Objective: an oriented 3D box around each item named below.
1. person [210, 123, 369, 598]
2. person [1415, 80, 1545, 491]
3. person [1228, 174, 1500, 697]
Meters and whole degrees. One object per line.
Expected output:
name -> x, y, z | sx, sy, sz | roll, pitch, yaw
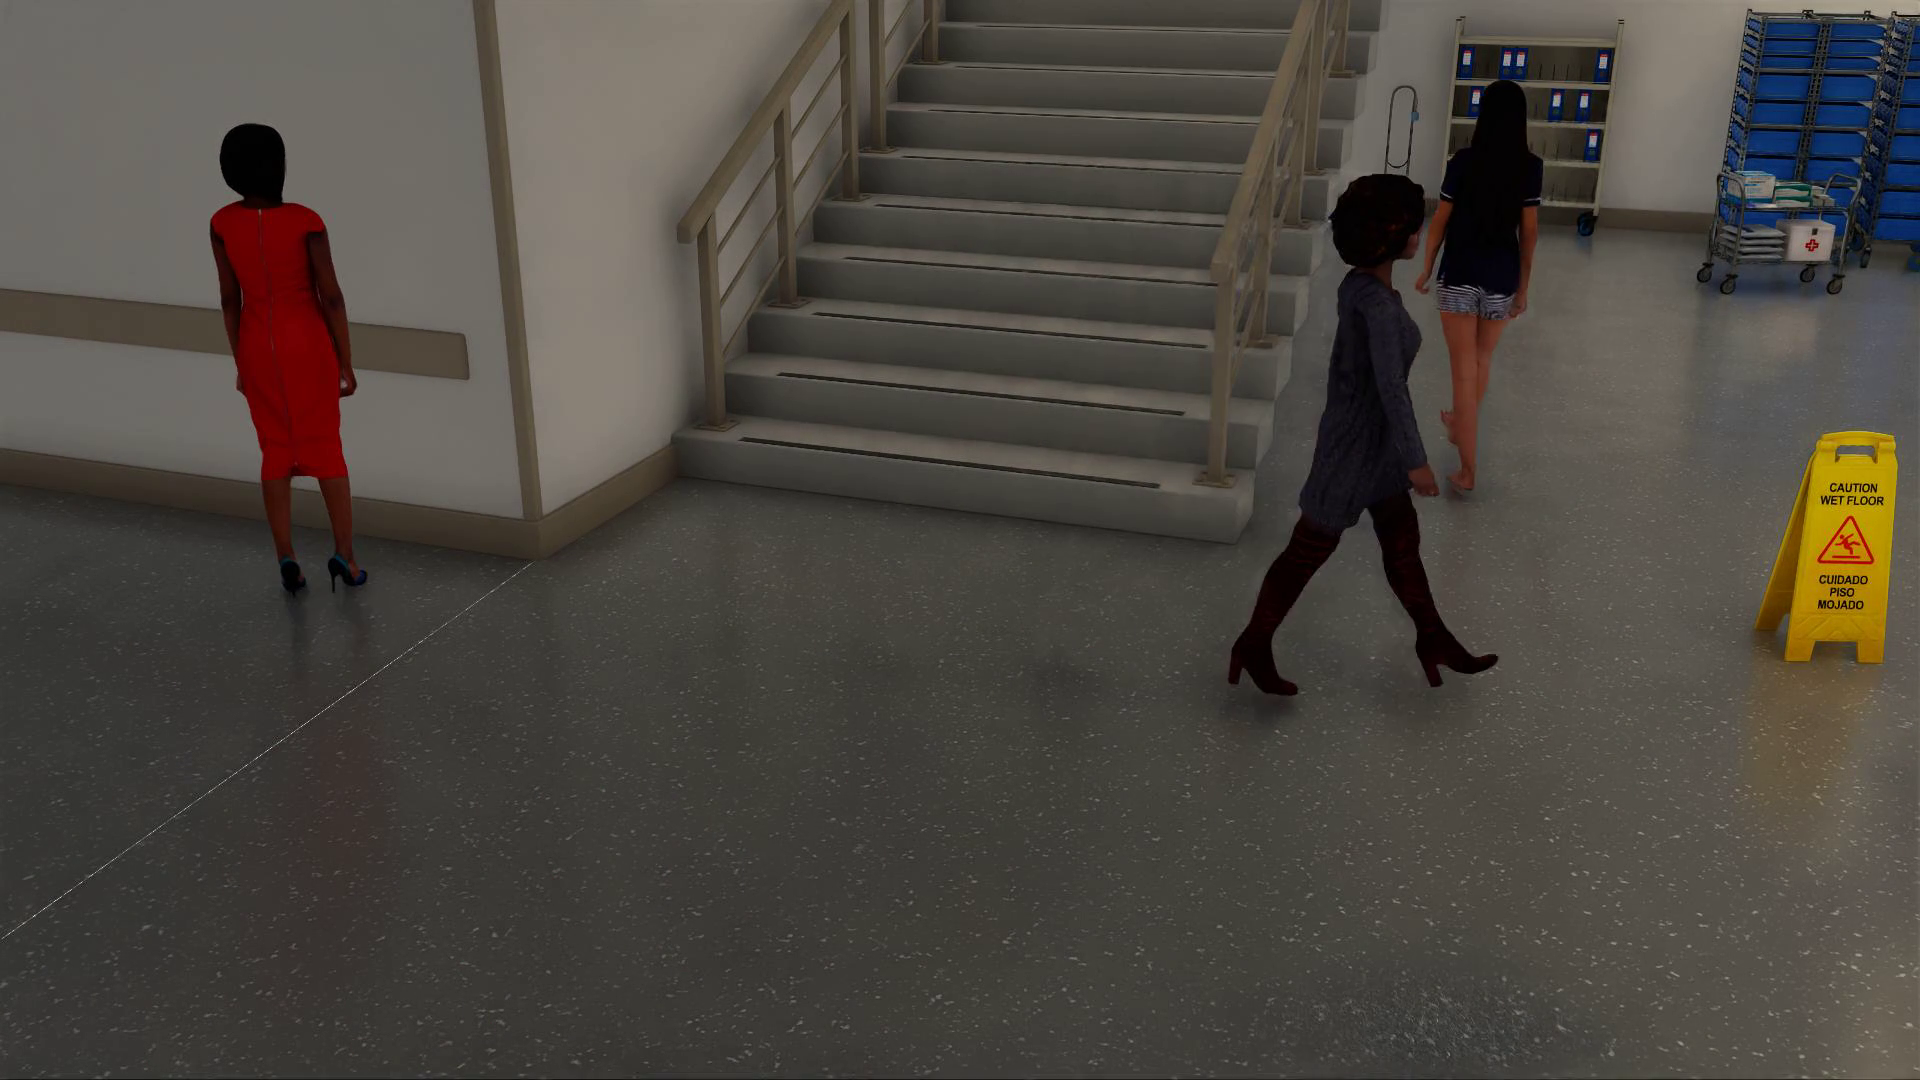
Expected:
person -> -2.461, -0.636, 6.089 | 0.641, 1.744, 0.629 | -2, 21, -5
person -> 2.268, -1.056, 7.225 | 0.834, 1.724, 1.165 | 0, 21, 1
person -> 1.144, -0.253, 5.179 | 0.764, 1.672, 1.059 | 4, 21, 10
